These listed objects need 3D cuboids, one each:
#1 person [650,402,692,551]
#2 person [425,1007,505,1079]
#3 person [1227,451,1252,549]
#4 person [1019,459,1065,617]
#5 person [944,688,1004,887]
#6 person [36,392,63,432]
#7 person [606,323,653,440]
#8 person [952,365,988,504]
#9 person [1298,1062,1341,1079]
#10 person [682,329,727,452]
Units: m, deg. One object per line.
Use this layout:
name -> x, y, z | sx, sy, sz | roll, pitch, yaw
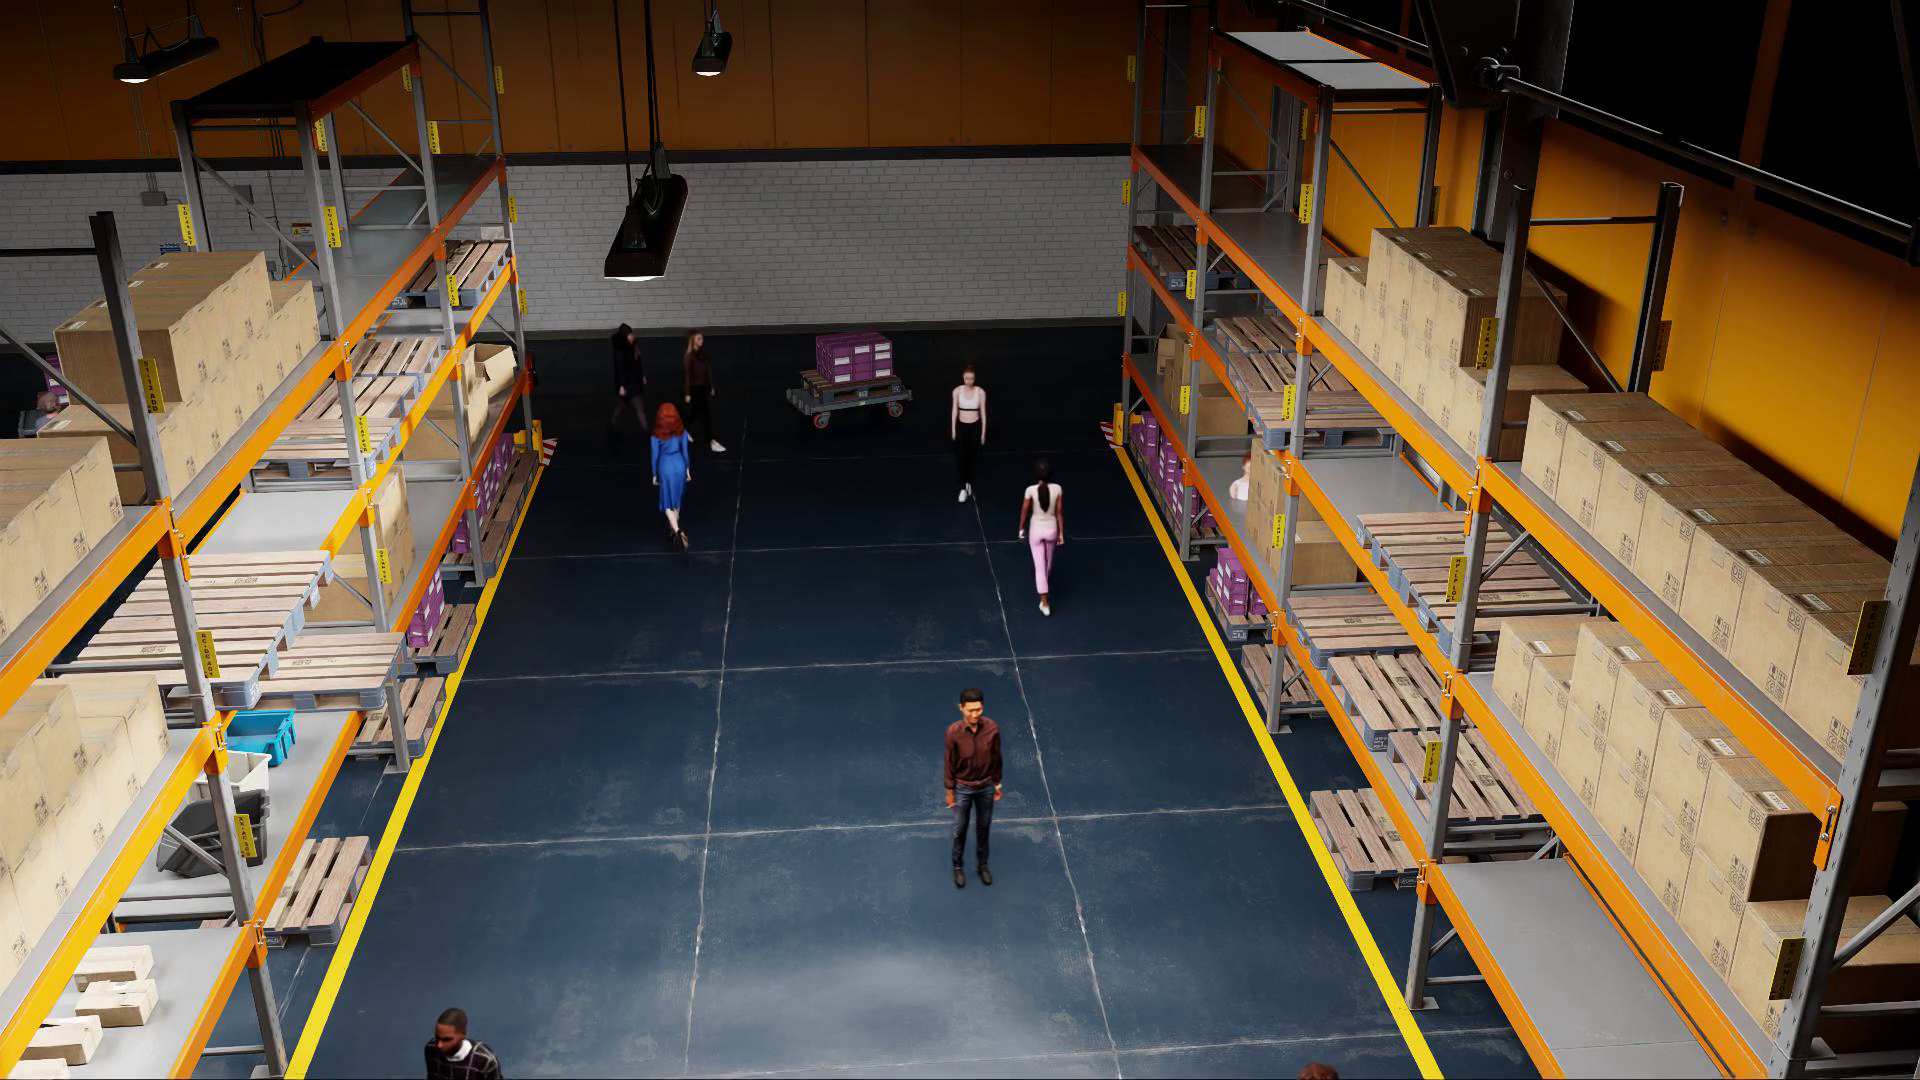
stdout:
person -> -3.334, -0.696, 19.343 | 0.858, 1.809, 1.115 | -11, 26, -24
person -> -2.860, 3.436, 9.904 | 0.962, 1.799, 1.151 | 7, 25, 15
person -> 3.081, -0.121, 18.052 | 0.588, 1.791, 0.548 | -6, 24, -13
person -> 0.912, -0.004, 17.892 | 0.652, 1.704, 1.085 | -3, 24, -7
person -> 0.103, 1.958, 13.311 | 0.670, 1.778, 0.581 | -7, 24, -15
person -> -10.518, -0.841, 19.577 | 0.711, 1.889, 0.666 | 4, 24, 8
person -> -4.642, -2.167, 22.921 | 0.866, 1.639, 1.058 | 3, 24, 7
person -> 0.112, -1.391, 21.037 | 0.639, 1.725, 0.851 | 0, 24, 0
person -> 1.975, 3.686, 9.517 | 0.710, 1.652, 0.584 | -12, 26, -25
person -> -3.610, -2.046, 22.612 | 1.084, 1.665, 1.108 | 14, 27, 29
